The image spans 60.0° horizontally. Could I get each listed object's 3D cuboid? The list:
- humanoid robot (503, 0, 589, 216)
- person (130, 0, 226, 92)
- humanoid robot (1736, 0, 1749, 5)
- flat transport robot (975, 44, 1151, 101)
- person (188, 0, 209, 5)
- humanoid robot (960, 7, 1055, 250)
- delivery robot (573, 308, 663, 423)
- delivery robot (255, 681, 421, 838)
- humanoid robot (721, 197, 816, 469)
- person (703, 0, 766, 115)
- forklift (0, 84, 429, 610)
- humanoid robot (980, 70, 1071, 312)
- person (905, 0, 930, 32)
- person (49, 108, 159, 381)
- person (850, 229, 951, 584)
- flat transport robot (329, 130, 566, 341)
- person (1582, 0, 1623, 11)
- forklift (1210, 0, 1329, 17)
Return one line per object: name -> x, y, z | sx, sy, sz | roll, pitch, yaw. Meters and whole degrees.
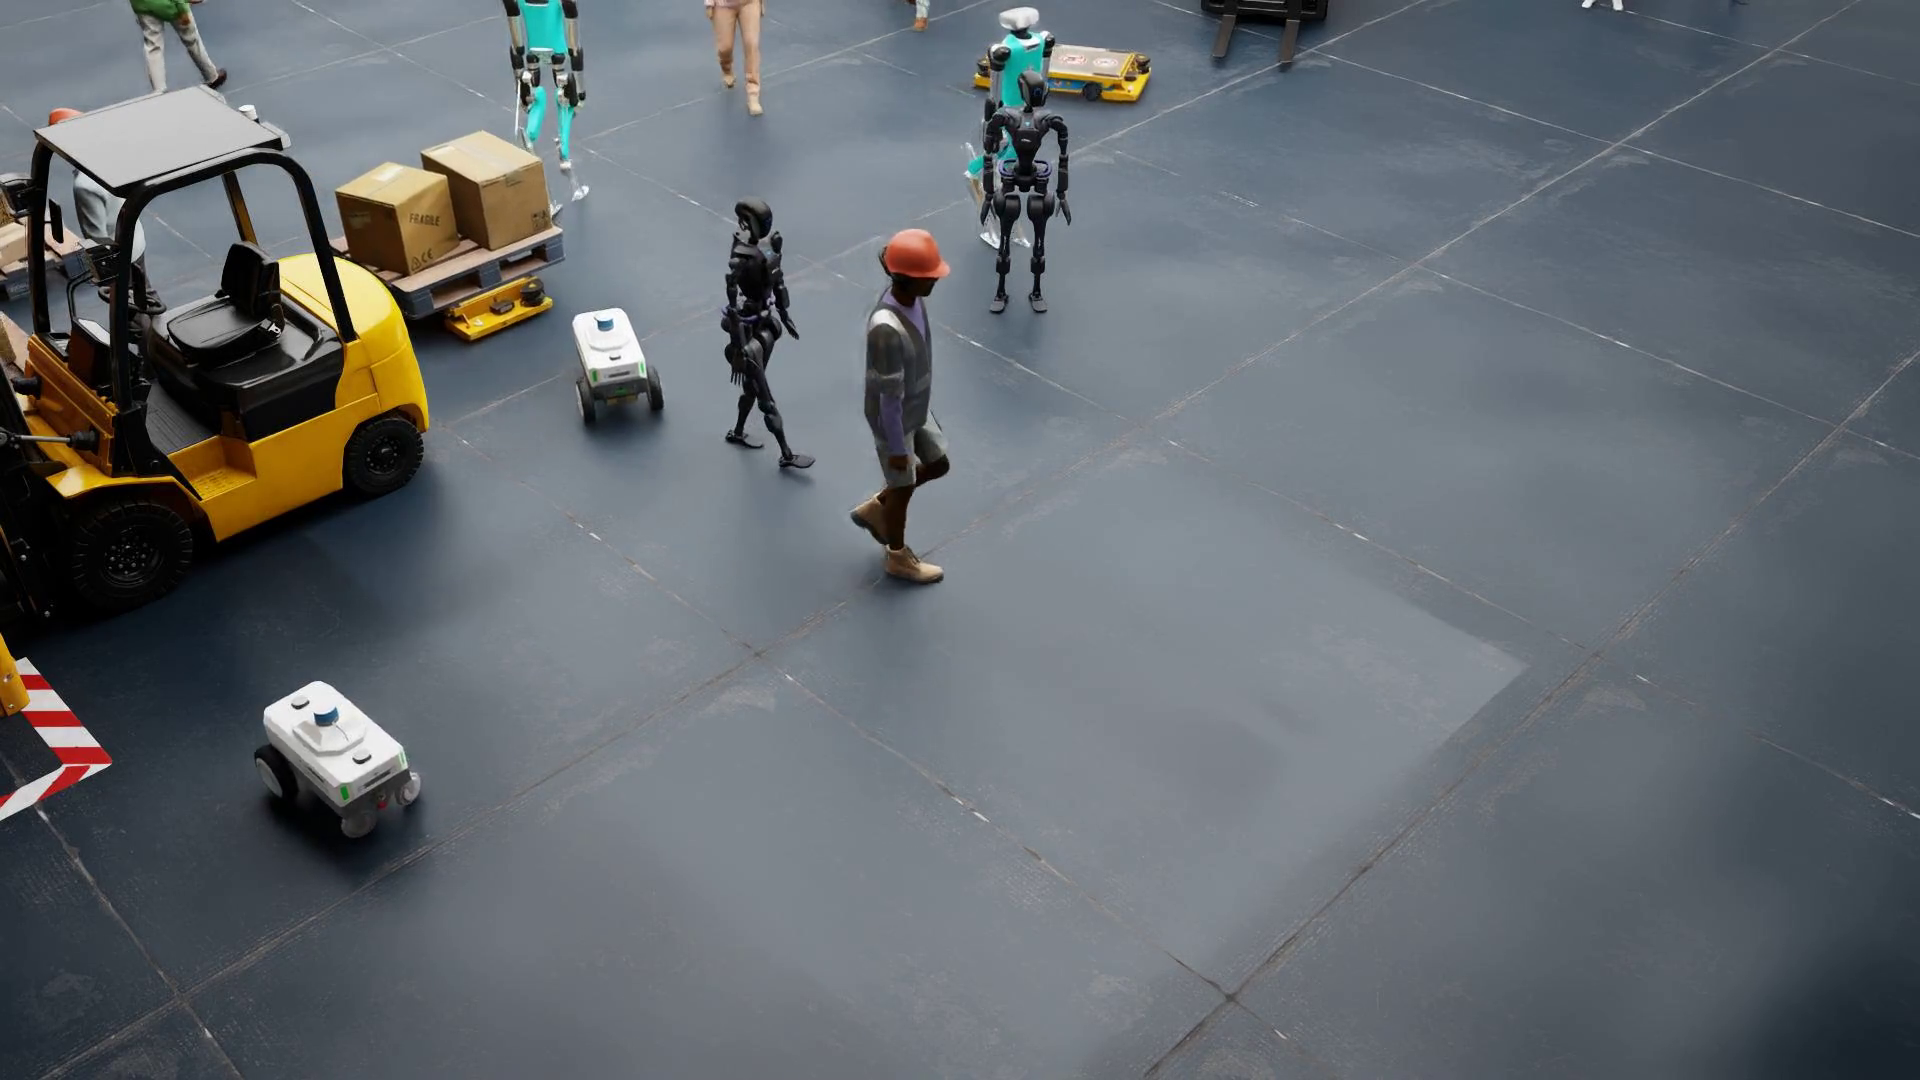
humanoid robot -> -2.996, -3.150, 11.999 | 0.558, 1.786, 0.818 | 3, 37, 4
person -> -6.595, -4.457, 13.750 | 0.542, 1.738, 0.953 | 3, 37, 3
humanoid robot -> 7.574, -5.921, 15.751 | 0.588, 1.646, 0.355 | -9, 38, -11
flat transport robot -> 0.900, -4.079, 14.457 | 1.431, 0.231, 0.659 | 9, 38, 12
person -> -7.272, -6.075, 15.846 | 0.931, 1.810, 0.508 | -26, 44, -30
humanoid robot -> 0.260, -2.862, 11.606 | 0.542, 1.804, 0.688 | -26, 44, -31
delivery robot -> -2.146, -1.100, 10.235 | 0.499, 0.601, 0.788 | -12, 38, -16
delivery robot -> -2.806, 0.954, 7.493 | 0.780, 0.609, 0.519 | 29, 45, 33
humanoid robot -> -1.095, -1.183, 9.421 | 0.685, 1.636, 0.590 | 15, 39, 19
person -> -1.851, -4.453, 13.703 | 0.544, 1.763, 0.666 | -8, 37, -10
forklift -> -4.145, -1.093, 8.856 | 2.313, 2.155, 1.214 | -31, 47, -34
humanoid robot -> 0.432, -2.256, 10.826 | 0.599, 1.659, 0.315 | 1, 37, 1
person -> -0.459, -5.705, 15.274 | 0.638, 1.898, 0.742 | -2, 37, -3
person -> -5.186, -1.801, 10.180 | 0.351, 1.739, 0.572 | -4, 37, -5
person -> -0.291, -0.638, 8.388 | 0.494, 2.028, 0.623 | 9, 38, 12
flat transport robot -> -3.476, -1.789, 11.391 | 1.431, 0.231, 0.659 | 30, 46, 34
person -> 6.191, -5.815, 15.641 | 0.529, 1.630, 0.319 | 12, 38, 16
forklift -> 3.106, -6.400, 15.960 | 1.214, 2.155, 2.313 | 8, 37, 10
